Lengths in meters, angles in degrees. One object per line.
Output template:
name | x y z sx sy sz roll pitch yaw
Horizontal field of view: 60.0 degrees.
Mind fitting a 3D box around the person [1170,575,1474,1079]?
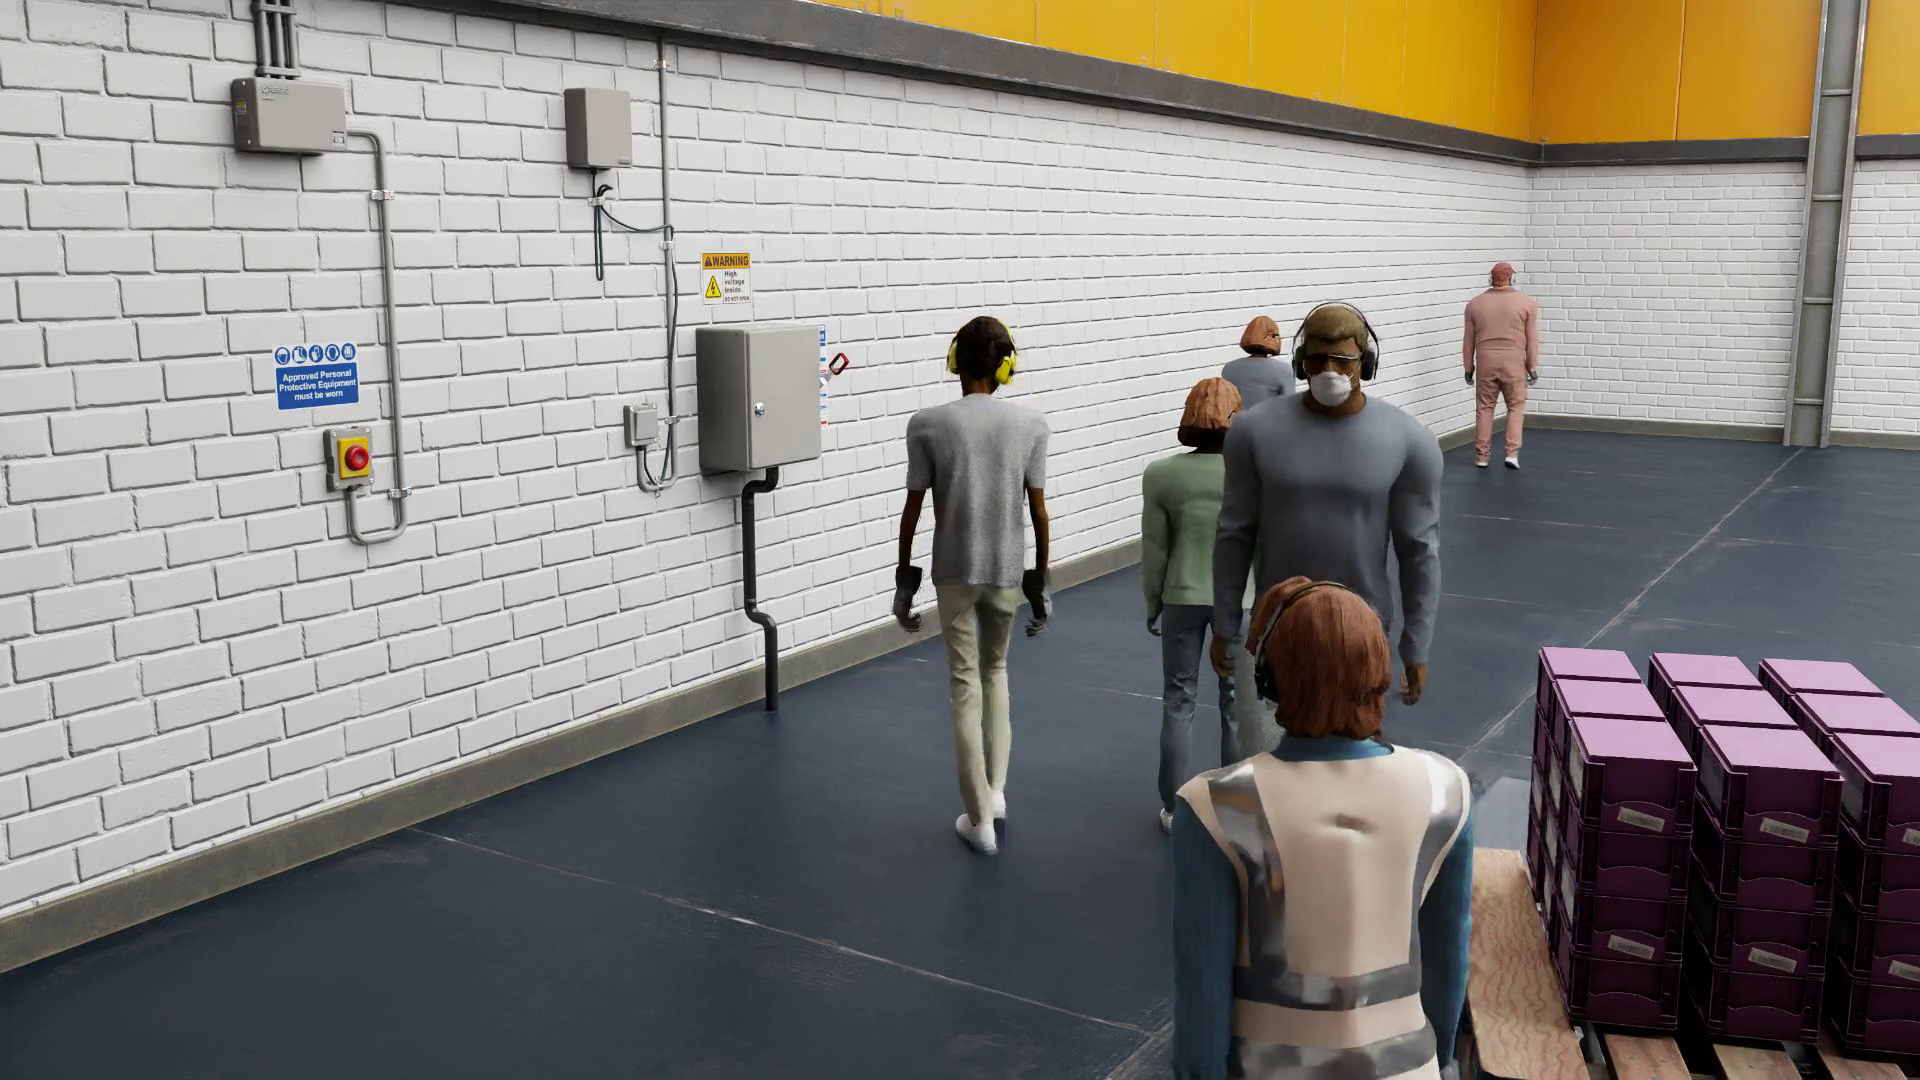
person | 0.575 0.864 2.509 0.524 1.597 0.845 -2 10 -10

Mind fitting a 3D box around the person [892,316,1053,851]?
person | 0.029 0.143 5.829 0.546 1.838 0.581 -2 10 -12

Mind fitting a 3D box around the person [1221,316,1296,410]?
person | 1.866 -0.585 10.440 0.501 1.631 0.287 6 12 30

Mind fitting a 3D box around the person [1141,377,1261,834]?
person | 0.881 0.244 5.850 0.497 1.632 0.289 3 11 18

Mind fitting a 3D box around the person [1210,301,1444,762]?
person | 1.058 0.274 4.865 0.664 1.927 0.412 3 11 18

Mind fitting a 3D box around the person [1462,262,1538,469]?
person | 4.959 -1.594 15.288 0.680 1.899 0.397 5 12 28
